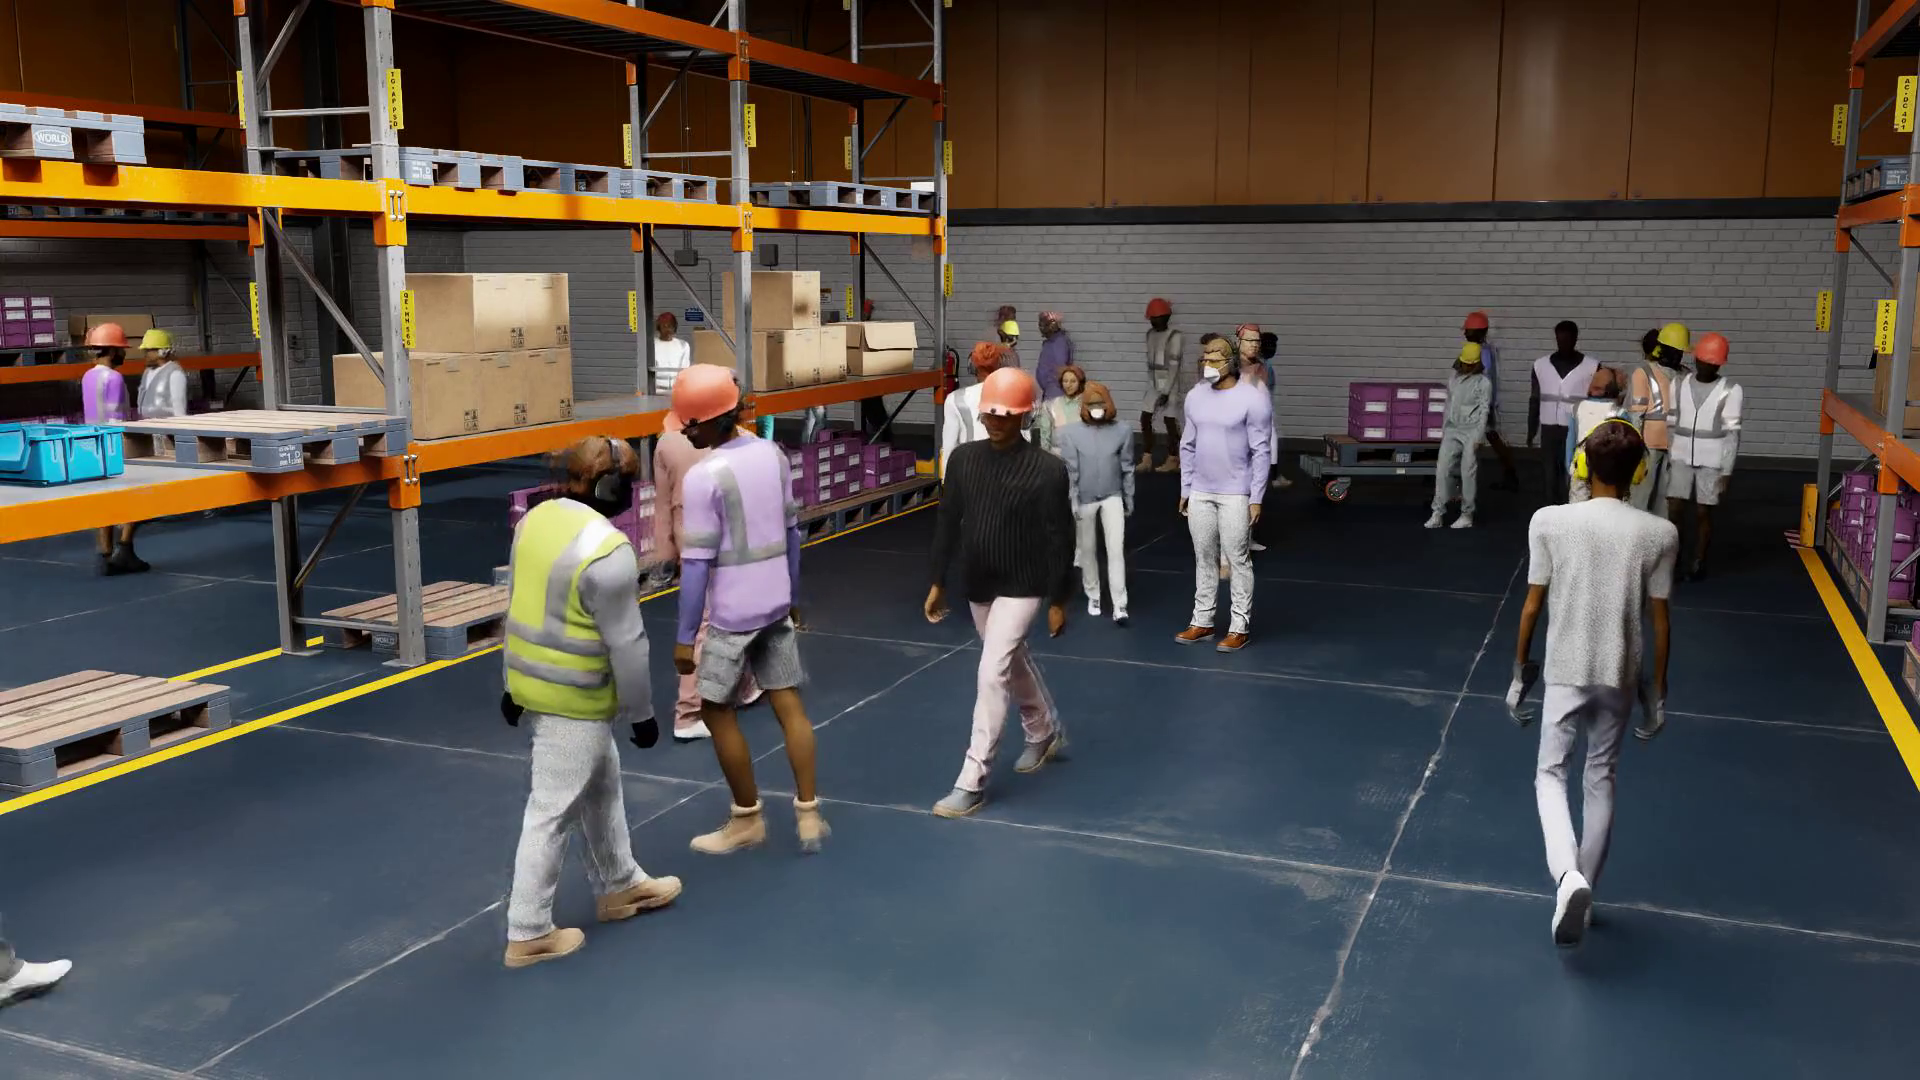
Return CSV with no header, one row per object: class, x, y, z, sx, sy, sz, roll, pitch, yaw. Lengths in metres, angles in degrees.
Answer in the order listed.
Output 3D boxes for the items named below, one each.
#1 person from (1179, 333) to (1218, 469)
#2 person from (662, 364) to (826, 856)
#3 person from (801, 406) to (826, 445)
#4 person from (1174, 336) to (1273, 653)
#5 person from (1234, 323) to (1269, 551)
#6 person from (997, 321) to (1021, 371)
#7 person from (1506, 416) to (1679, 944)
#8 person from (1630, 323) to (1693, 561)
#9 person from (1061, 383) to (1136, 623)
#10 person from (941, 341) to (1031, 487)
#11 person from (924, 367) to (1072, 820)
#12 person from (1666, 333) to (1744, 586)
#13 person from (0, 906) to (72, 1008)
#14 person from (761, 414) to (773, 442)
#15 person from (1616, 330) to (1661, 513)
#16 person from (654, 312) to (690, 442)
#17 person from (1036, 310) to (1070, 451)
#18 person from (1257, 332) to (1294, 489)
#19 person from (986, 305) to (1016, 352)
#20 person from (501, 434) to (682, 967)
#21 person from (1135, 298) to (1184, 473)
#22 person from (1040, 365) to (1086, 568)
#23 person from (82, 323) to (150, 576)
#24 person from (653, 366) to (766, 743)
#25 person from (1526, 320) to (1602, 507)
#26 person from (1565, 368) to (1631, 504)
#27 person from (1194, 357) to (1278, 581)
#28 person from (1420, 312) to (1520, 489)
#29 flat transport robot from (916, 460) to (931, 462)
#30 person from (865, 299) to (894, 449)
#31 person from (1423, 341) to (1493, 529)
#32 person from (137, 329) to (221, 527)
person,2.828,-1.552,18.942,0.544,1.602,0.731,-6,11,-34
person,-0.830,0.293,6.645,0.514,1.992,0.689,6,11,31
person,-1.715,-1.675,19.666,0.350,1.615,0.547,-1,9,-4
person,1.613,-0.281,10.254,0.635,1.937,0.352,9,13,44
person,2.339,-0.828,13.672,0.402,1.904,0.652,9,13,43
person,0.588,-1.582,18.695,0.470,1.753,0.548,-5,10,-26
person,2.191,0.501,5.777,0.538,1.850,0.680,2,10,12
person,5.618,-0.772,13.291,0.585,1.918,0.377,-4,10,-22
person,0.924,-0.234,11.010,0.502,1.591,0.849,0,9,0
person,0.164,-0.386,11.088,0.604,1.870,0.494,-1,9,-8
person,0.221,0.191,7.427,0.624,1.941,1.042,7,12,38
person,5.459,-0.582,12.253,0.568,1.878,0.692,8,12,40
person,-3.061,0.595,5.039,0.625,1.897,0.820,8,13,41
person,-2.369,-1.659,19.262,0.523,1.745,0.771,1,9,7
person,6.019,-0.931,14.588,0.975,1.807,0.497,-6,11,-34
person,-3.313,-1.628,18.649,0.573,1.864,0.678,-4,10,-24
person,1.156,-1.685,18.998,0.747,1.869,0.689,0,9,1
person,3.254,-1.365,17.666,0.723,1.665,0.544,-2,10,-12
person,0.452,-2.043,21.112,0.629,1.878,0.652,2,10,11
person,-1.241,0.536,5.738,0.855,1.799,0.645,-7,12,-37
person,2.241,-1.722,18.814,0.752,1.992,0.655,-7,12,-37
person,0.856,-0.537,12.805,0.541,1.591,0.831,2,10,13
person,-6.432,-0.682,12.704,0.556,1.923,0.479,8,12,39
person,-1.178,0.049,8.493,0.648,1.855,0.987,6,11,33
person,5.319,-0.985,14.641,0.607,1.900,0.615,6,11,31
person,4.657,-0.447,12.218,0.347,1.628,0.562,-5,11,-29
person,2.119,-0.634,12.863,0.664,1.796,0.971,2,10,14
person,5.469,-1.458,17.569,1.013,1.885,0.565,4,10,21
flat transport robot,-0.926,-0.740,18.074,1.431,0.197,0.652,-1,9,-4
person,-1.136,-2.137,21.444,0.598,1.959,0.633,0,9,-2
person,4.432,-0.921,14.845,0.694,1.692,0.549,-7,12,-38
person,-7.217,-1.035,15.242,0.599,1.806,0.842,7,11,35
